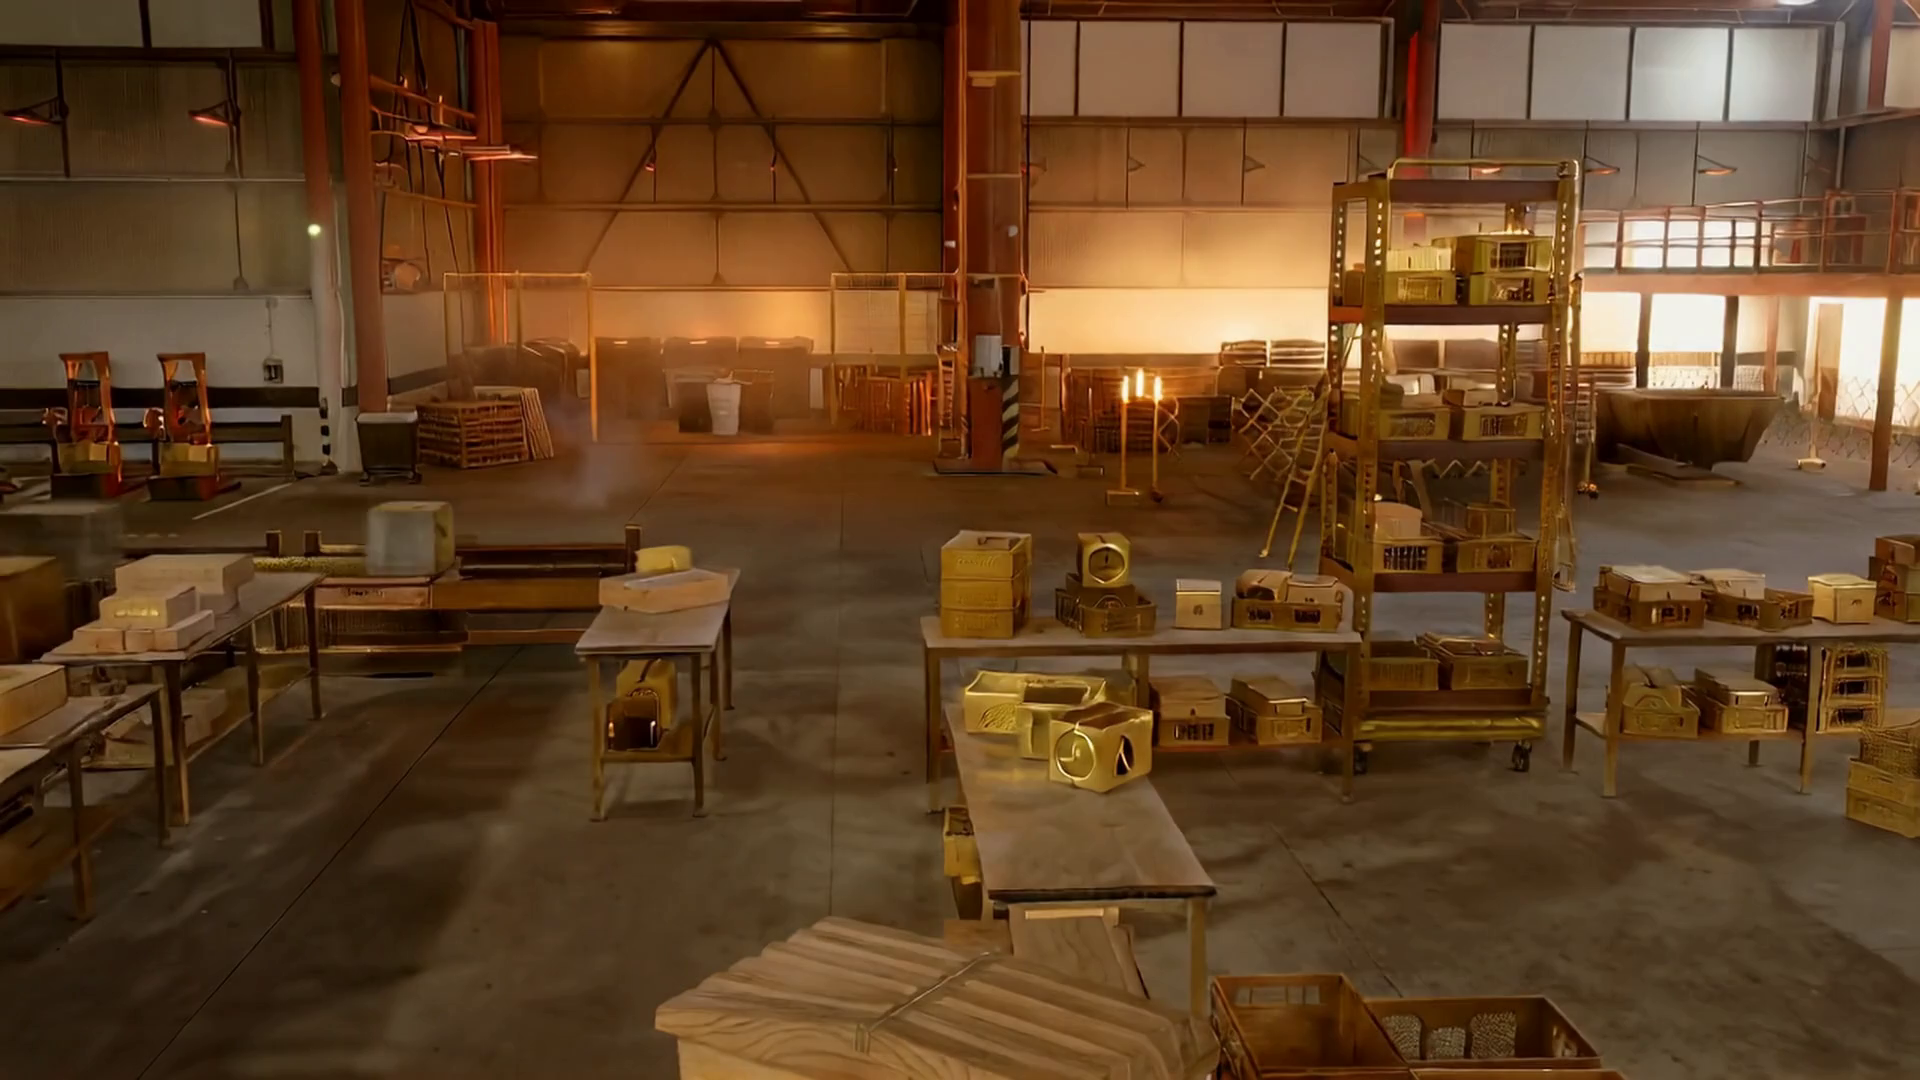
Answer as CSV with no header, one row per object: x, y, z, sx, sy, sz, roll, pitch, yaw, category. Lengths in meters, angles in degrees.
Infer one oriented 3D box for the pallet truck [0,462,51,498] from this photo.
-13.193,-1.293,23.148,0.653,1.274,1.630,-1,9,-4,pallet truck

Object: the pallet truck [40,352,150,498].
-11.907,-1.642,23.165,0.823,1.965,1.885,0,9,0,pallet truck

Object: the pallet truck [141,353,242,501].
-10.520,-1.604,22.925,0.823,1.965,1.885,-1,9,-6,pallet truck
